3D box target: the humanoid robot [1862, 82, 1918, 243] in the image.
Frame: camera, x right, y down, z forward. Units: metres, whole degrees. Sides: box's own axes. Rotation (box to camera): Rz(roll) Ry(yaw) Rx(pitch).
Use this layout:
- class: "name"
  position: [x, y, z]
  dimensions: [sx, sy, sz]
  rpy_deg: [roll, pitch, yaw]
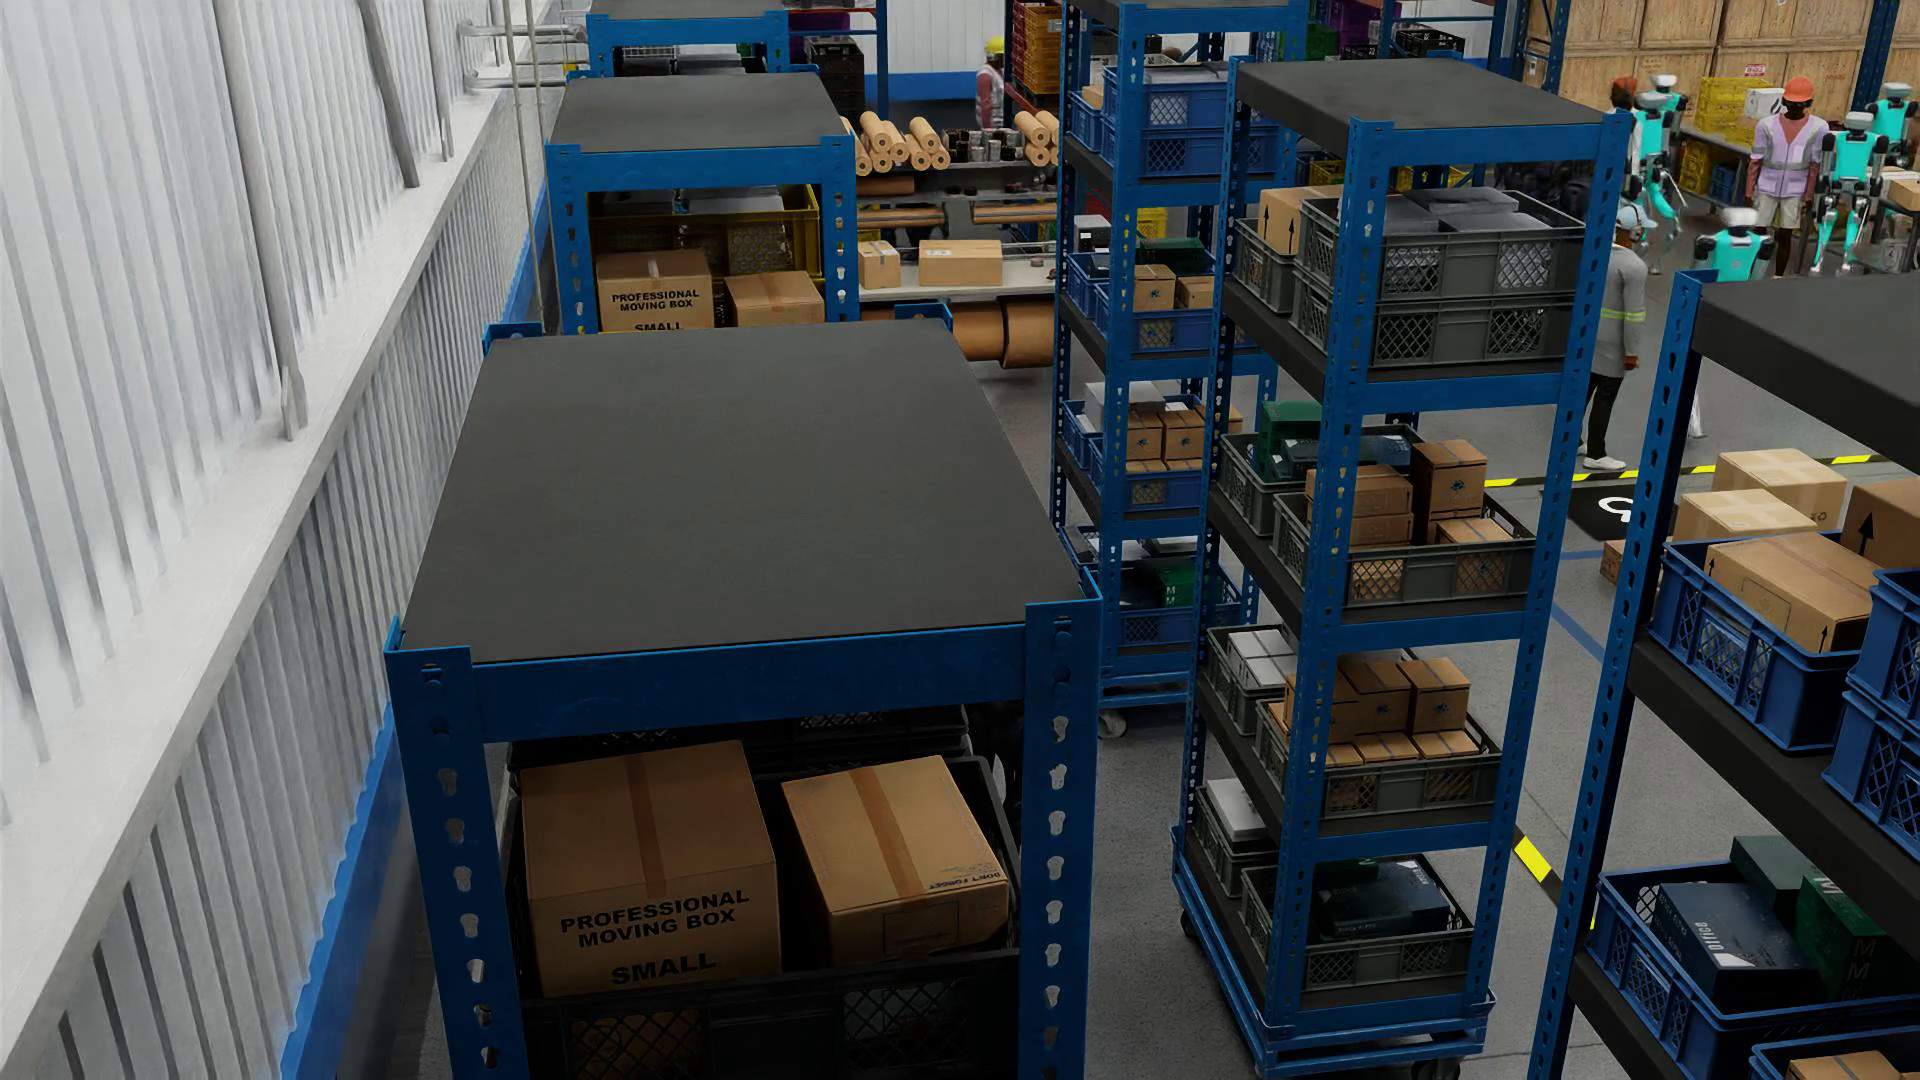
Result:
- class: "humanoid robot"
  position: [9.113, -3.484, 16.149]
  dimensions: [0.553, 1.786, 0.925]
  rpy_deg: [-4, 25, -8]

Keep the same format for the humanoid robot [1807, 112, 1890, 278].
- class: "humanoid robot"
  position: [7.795, -2.821, 14.728]
  dimensions: [0.557, 1.840, 0.669]
  rpy_deg: [12, 28, 25]

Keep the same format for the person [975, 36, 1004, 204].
- class: "person"
  position: [0.379, -4.716, 18.681]
  dimensions: [0.404, 1.827, 0.598]
  rpy_deg: [7, 26, 16]

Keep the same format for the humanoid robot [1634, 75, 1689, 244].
- class: "humanoid robot"
  position: [7.017, -3.951, 17.180]
  dimensions: [0.535, 1.751, 1.033]
  rpy_deg: [-1, 25, -2]

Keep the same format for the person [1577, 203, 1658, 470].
- class: "person"
  position: [4.484, -1.394, 11.435]
  dimensions: [0.385, 1.850, 0.596]
  rpy_deg: [-7, 26, -15]

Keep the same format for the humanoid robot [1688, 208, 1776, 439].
- class: "humanoid robot"
  position: [5.369, -1.588, 11.966]
  dimensions: [0.543, 1.718, 0.978]
  rpy_deg: [2, 25, 3]

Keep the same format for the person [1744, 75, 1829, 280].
- class: "person"
  position: [7.449, -3.178, 15.107]
  dimensions: [0.598, 2.036, 0.400]
  rpy_deg: [12, 27, 24]

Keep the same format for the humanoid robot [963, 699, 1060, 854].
- class: "humanoid robot"
  position: [0.187, 0.699, 7.076]
  dimensions: [0.315, 1.657, 0.599]
  rpy_deg: [-17, 30, -32]

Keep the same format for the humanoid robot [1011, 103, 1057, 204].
- class: "humanoid robot"
  position: [0.909, -4.334, 18.055]
  dimensions: [0.670, 1.641, 0.609]
  rpy_deg: [-5, 25, -11]

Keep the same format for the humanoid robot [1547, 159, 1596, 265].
- class: "humanoid robot"
  position: [5.200, -2.499, 14.107]
  dimensions: [0.708, 1.656, 0.600]
  rpy_deg: [13, 28, 26]

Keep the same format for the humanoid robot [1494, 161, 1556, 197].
- class: "humanoid robot"
  position: [5.631, -3.631, 16.525]
  dimensions: [0.610, 1.638, 0.418]
  rpy_deg: [12, 27, 24]

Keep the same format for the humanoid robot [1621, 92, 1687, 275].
- class: "humanoid robot"
  position: [6.540, -3.222, 15.620]
  dimensions: [0.565, 1.839, 0.792]
  rpy_deg: [-8, 26, -18]

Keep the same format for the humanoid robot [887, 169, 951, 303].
- class: "humanoid robot"
  position: [-0.349, -2.130, 13.261]
  dimensions: [0.616, 1.640, 0.427]
  rpy_deg: [13, 28, 26]

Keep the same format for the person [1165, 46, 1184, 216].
- class: "person"
  position: [2.285, -4.440, 18.092]
  dimensions: [0.662, 1.819, 0.433]
  rpy_deg: [-2, 25, -5]

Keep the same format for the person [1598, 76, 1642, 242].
- class: "person"
  position: [6.306, -3.479, 15.941]
  dimensions: [0.344, 1.877, 0.656]
  rpy_deg: [-4, 25, -10]

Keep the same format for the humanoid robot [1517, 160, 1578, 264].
- class: "humanoid robot"
  position: [5.262, -2.930, 14.982]
  dimensions: [0.589, 1.654, 0.332]
  rpy_deg: [20, 31, 36]
